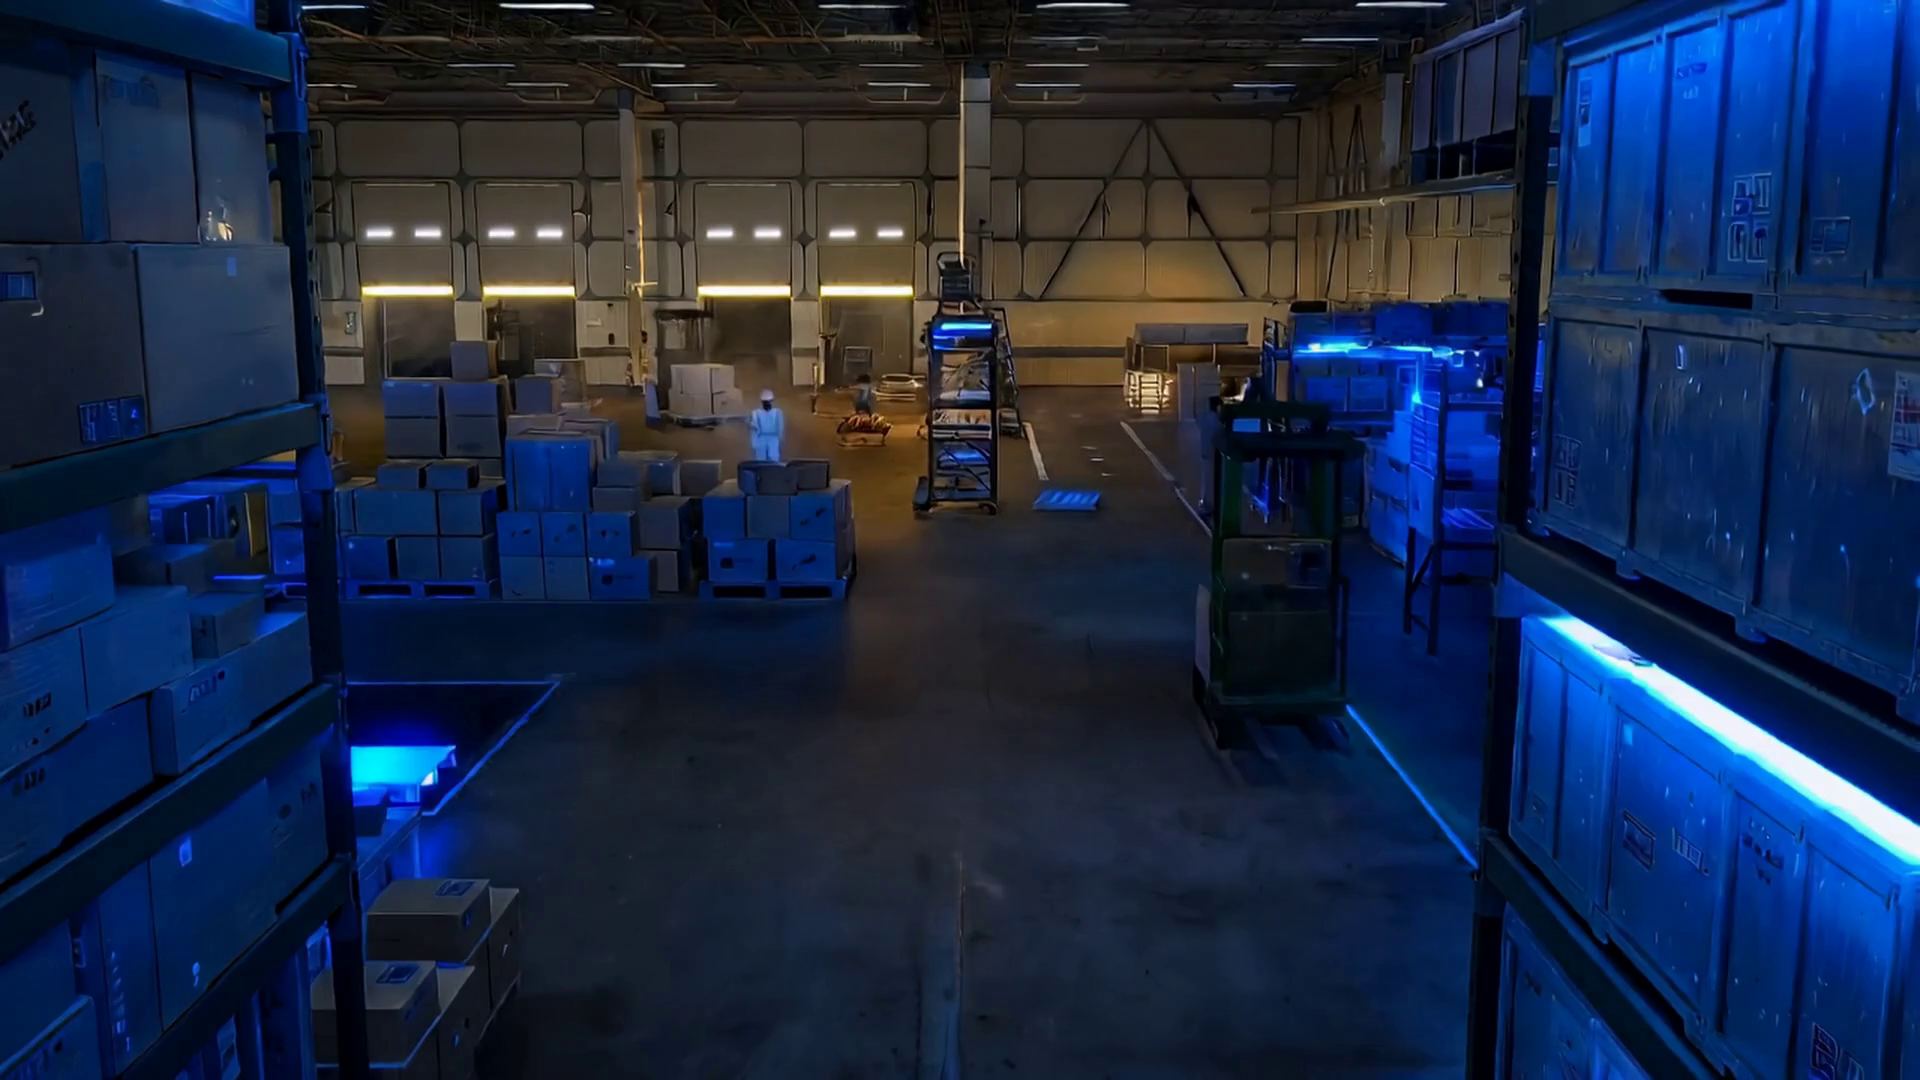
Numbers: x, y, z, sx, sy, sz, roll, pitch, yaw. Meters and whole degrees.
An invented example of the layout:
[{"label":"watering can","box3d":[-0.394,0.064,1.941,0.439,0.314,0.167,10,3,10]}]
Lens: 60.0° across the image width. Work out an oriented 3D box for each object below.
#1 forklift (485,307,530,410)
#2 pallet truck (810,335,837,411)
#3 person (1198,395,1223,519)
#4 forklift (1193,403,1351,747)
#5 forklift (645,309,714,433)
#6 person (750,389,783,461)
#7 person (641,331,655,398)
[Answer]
[{"label":"forklift","box3d":[-10.754,-4.150,39.646,1.129,2.768,1.873,0,10,1]},{"label":"pallet truck","box3d":[-3.021,-4.312,43.126,1.885,1.965,0.823,3,10,17]},{"label":"person","box3d":[3.920,-1.291,25.869,0.354,1.936,0.635,-3,10,-19]},{"label":"forklift","box3d":[2.696,0.207,14.509,1.129,2.768,1.873,0,10,1]},{"label":"forklift","box3d":[-6.574,-3.962,38.561,1.129,2.768,1.873,-5,11,-27]},{"label":"person","box3d":[-3.198,-1.561,27.591,0.563,1.879,1.012,-3,10,-16]},{"label":"person","box3d":[-8.833,-4.963,47.086,0.385,1.929,0.544,-7,12,-36]}]
